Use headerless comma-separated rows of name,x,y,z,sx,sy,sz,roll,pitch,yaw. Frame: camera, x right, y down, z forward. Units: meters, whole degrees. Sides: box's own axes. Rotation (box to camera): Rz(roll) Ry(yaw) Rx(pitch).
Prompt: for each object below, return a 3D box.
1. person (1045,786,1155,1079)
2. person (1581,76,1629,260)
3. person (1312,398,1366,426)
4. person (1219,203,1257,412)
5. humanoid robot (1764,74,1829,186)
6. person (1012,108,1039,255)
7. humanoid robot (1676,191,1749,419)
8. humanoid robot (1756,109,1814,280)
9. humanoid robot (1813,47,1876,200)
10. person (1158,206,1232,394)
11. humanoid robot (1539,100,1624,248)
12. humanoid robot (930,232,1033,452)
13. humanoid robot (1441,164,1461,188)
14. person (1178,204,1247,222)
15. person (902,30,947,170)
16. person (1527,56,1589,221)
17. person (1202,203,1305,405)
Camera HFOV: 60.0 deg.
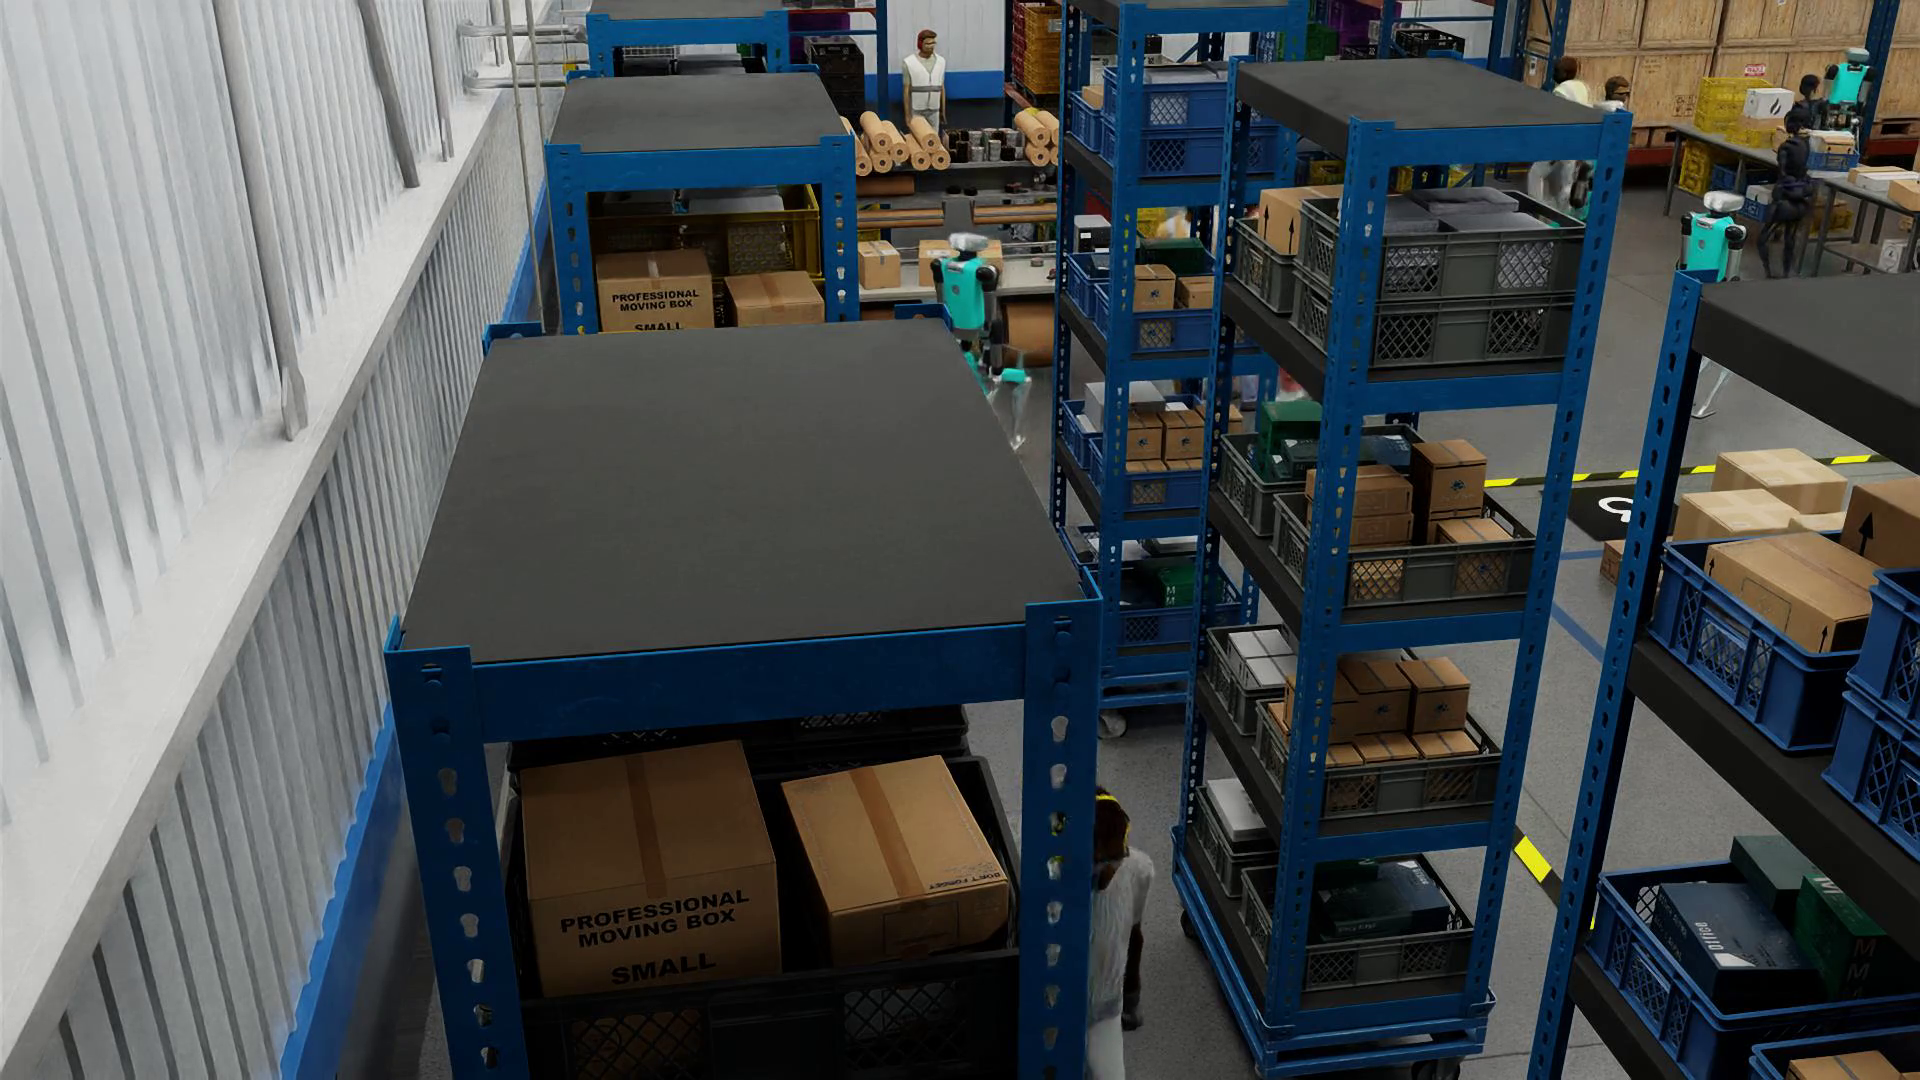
person,0.365,1.537,5.117,0.559,1.818,0.808,-7,26,-15
person,6.268,-3.608,16.274,0.505,1.836,0.330,-18,30,-34
person,2.567,-1.227,11.126,0.989,1.797,0.609,-3,25,-6
person,2.186,-1.849,12.524,0.317,1.769,0.523,-13,28,-27
humanoid robot,8.815,-4.052,17.481,0.594,1.632,0.777,-4,25,-9
person,0.626,-3.063,15.192,0.295,1.743,0.483,-2,25,-5
humanoid robot,5.570,-1.731,12.143,0.735,1.677,0.533,-11,27,-23
humanoid robot,7.733,-3.173,15.511,0.606,1.639,0.396,-19,31,-36
humanoid robot,9.662,-4.419,18.142,0.559,1.798,0.672,-1,25,-1
person,1.704,-1.782,12.223,0.549,1.911,0.878,-2,25,-4
humanoid robot,5.696,-3.232,15.645,0.557,1.841,0.862,-21,32,-38
humanoid robot,0.206,-1.276,11.372,0.550,1.765,1.044,19,31,36
humanoid robot,5.142,-4.230,17.735,0.672,1.793,0.556,15,29,29
person,2.016,-2.285,13.146,0.610,2.039,0.389,-1,25,-2
person,-0.413,-4.935,19.155,0.563,1.836,0.388,-14,28,-28
person,6.213,-4.128,17.421,0.756,1.813,0.645,22,33,39
person,2.196,-1.879,12.463,0.953,1.881,0.591,4,25,9
